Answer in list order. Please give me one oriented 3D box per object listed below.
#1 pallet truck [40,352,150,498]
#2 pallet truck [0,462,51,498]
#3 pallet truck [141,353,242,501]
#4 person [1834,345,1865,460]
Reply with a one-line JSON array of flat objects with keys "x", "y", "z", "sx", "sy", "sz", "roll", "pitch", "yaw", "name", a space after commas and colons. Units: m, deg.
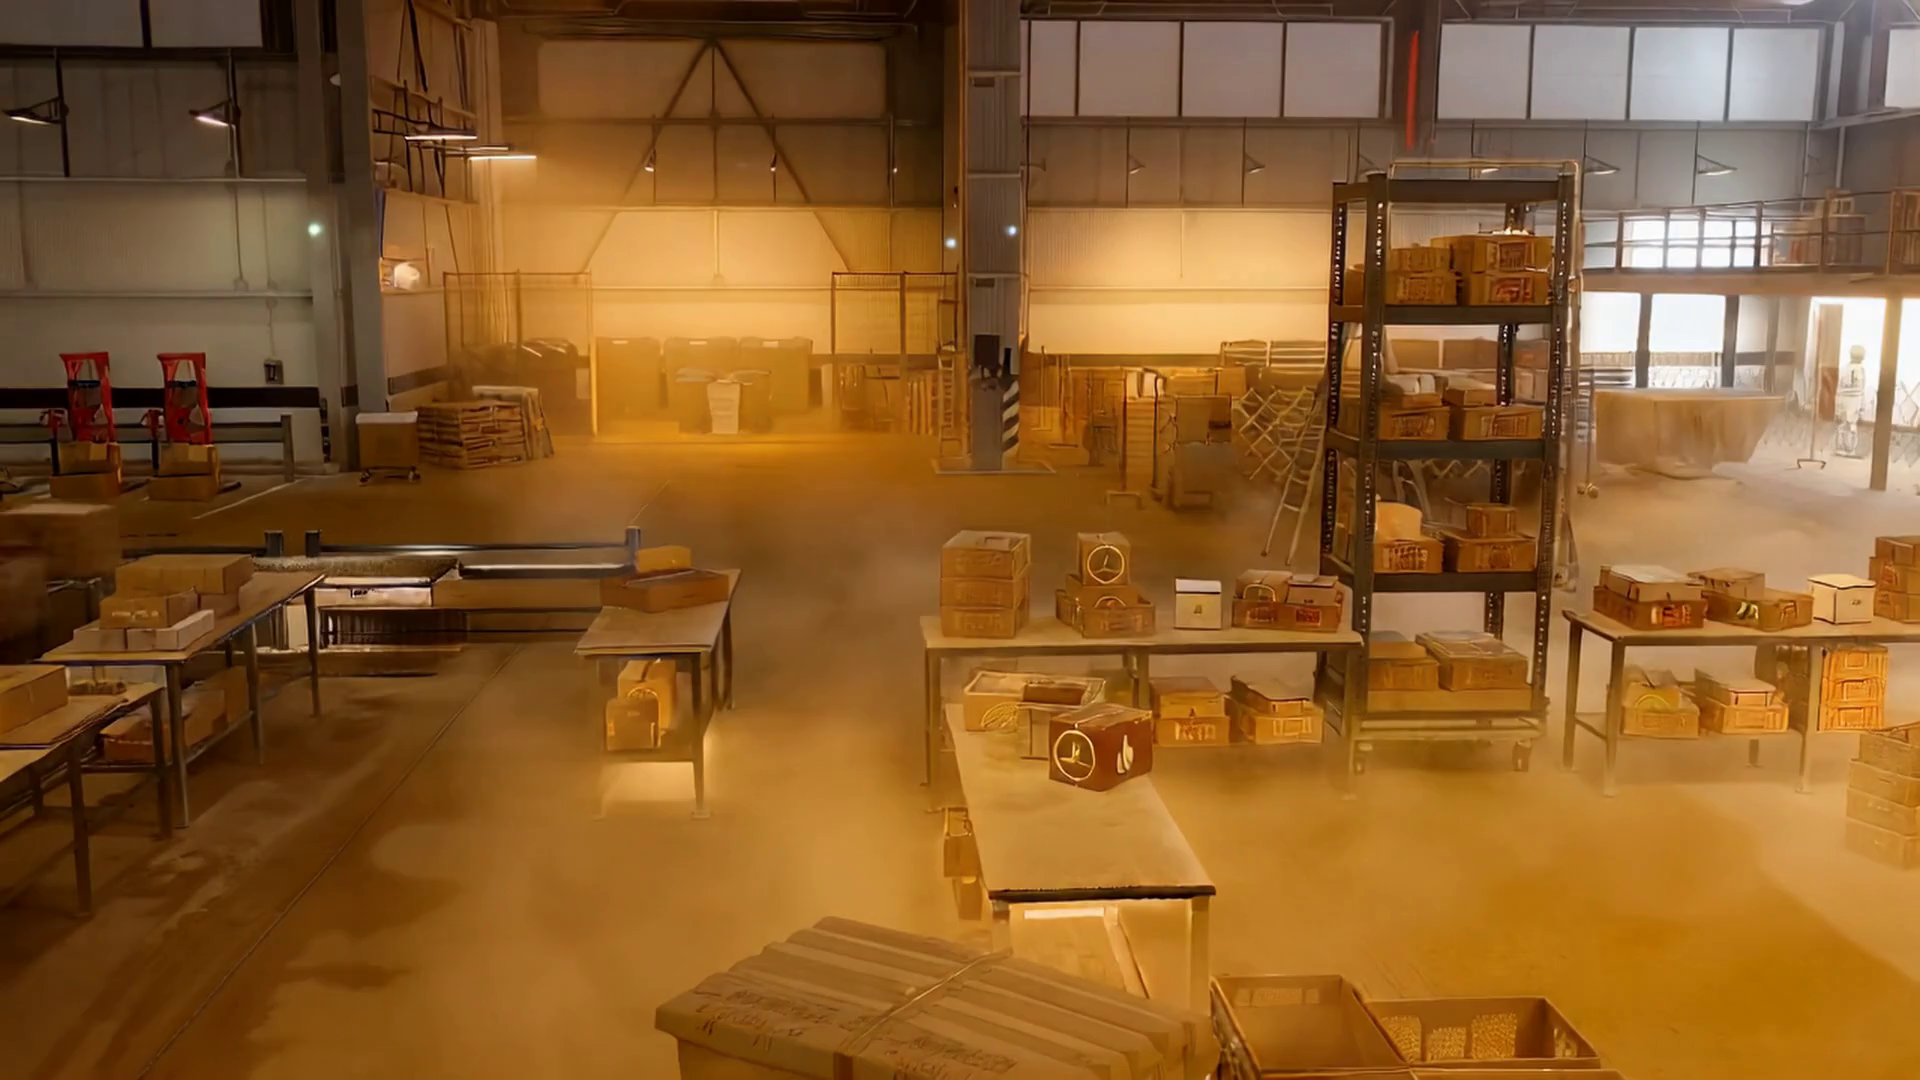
[{"x": -11.907, "y": -1.642, "z": 23.165, "sx": 0.823, "sy": 1.965, "sz": 1.885, "roll": 0, "pitch": 9, "yaw": 0, "name": "pallet truck"}, {"x": -13.193, "y": -1.293, "z": 23.148, "sx": 0.653, "sy": 1.274, "sz": 1.630, "roll": -1, "pitch": 9, "yaw": -4, "name": "pallet truck"}, {"x": -10.520, "y": -1.604, "z": 22.925, "sx": 0.823, "sy": 1.965, "sz": 1.885, "roll": -1, "pitch": 9, "yaw": -6, "name": "pallet truck"}, {"x": 14.673, "y": -2.256, "z": 27.374, "sx": 0.349, "sy": 1.884, "sz": 0.584, "roll": -1, "pitch": 9, "yaw": -5, "name": "person"}]
